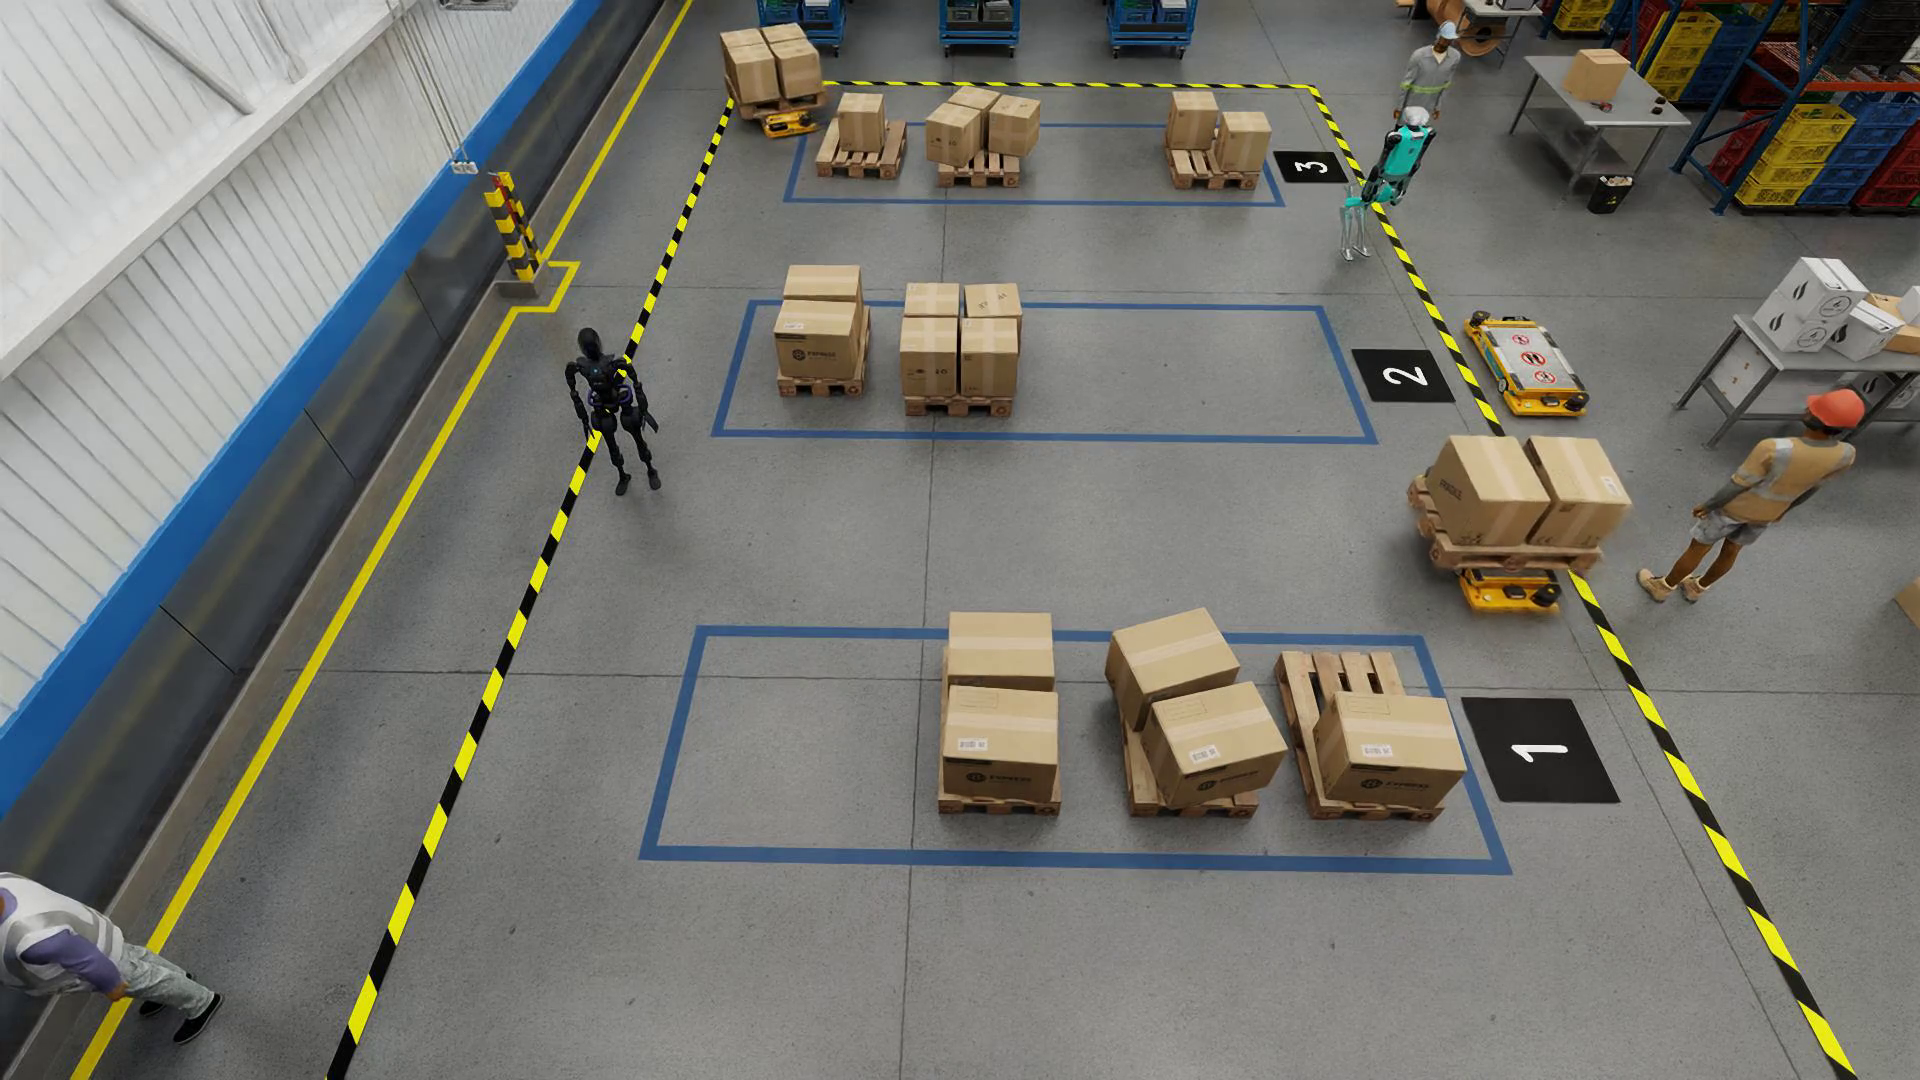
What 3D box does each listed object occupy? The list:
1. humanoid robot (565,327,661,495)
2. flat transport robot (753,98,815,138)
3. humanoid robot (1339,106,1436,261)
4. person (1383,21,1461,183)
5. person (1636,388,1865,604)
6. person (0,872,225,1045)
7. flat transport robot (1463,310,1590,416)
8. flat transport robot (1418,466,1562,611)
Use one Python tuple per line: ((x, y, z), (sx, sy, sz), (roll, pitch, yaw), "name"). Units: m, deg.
((-2.808, -1.033, 7.485), (0.599, 1.659, 0.315), (-8, 50, -7), "humanoid robot")
((-2.517, -6.038, 12.741), (0.652, 0.197, 1.431), (-16, 51, -13), "flat transport robot")
((4.456, -3.851, 9.810), (0.533, 1.672, 0.735), (-12, 50, -10), "humanoid robot")
((5.516, -5.228, 11.011), (0.590, 1.852, 0.365), (-2, 49, -2), "person")
((5.665, -0.261, 6.584), (0.606, 2.048, 0.366), (3, 49, 2), "person")
((-4.487, 2.124, 4.658), (0.586, 1.836, 0.404), (23, 53, 19), "person")
((5.573, -1.757, 9.054), (0.659, 0.231, 1.431), (1, 49, 1), "flat transport robot")
((4.334, -0.043, 7.552), (0.652, 0.197, 1.431), (1, 49, 1), "flat transport robot")
